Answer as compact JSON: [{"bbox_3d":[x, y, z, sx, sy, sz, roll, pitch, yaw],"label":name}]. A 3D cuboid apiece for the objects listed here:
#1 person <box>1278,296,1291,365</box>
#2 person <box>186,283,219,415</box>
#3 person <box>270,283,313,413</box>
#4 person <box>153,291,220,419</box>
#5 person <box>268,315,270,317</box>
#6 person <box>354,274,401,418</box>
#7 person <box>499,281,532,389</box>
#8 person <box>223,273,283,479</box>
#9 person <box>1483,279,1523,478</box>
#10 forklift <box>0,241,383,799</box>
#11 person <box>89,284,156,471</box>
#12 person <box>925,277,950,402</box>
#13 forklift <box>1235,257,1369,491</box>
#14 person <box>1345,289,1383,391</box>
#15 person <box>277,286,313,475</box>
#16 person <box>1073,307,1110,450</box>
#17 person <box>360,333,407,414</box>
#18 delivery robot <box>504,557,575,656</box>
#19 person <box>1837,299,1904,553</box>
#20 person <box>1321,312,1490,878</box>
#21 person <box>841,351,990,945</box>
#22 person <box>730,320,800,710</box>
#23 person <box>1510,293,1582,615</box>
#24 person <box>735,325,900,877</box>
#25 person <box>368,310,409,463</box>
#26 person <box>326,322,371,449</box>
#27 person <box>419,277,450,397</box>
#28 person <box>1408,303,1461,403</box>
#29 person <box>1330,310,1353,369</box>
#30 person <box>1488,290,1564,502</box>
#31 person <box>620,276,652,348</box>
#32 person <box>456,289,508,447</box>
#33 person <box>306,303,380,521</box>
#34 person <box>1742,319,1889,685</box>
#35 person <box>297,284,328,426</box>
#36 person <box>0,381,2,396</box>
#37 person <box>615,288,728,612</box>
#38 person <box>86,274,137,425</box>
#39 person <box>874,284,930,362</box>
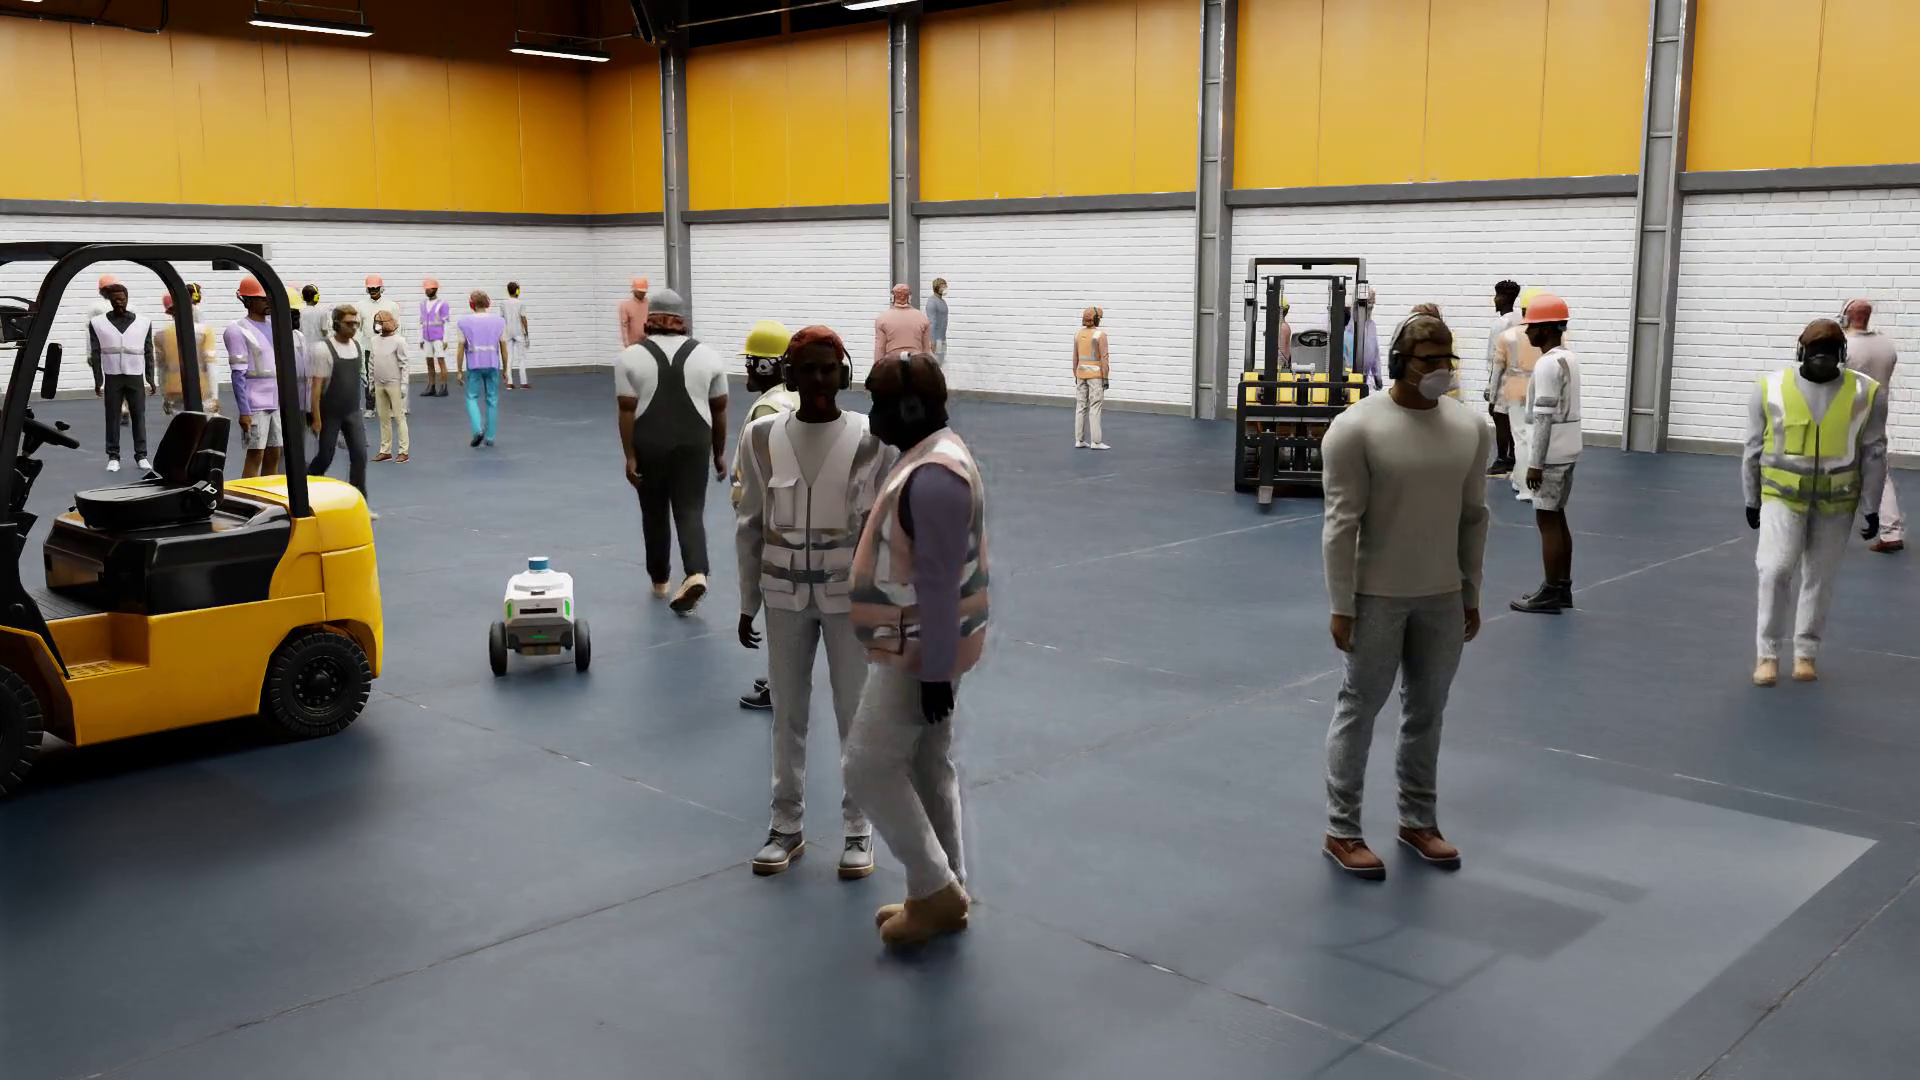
[{"bbox_3d":[3.654,-1.910,19.081,0.329,1.763,0.523,3,10,16],"label":"person"},{"bbox_3d":[-10.767,-2.676,23.444,0.536,1.869,0.314,5,11,28],"label":"person"},{"bbox_3d":[-9.202,-2.565,22.753,0.545,1.886,0.999,2,9,10],"label":"person"},{"bbox_3d":[-6.990,-1.324,15.086,0.576,1.889,0.506,-1,9,-4],"label":"person"},{"bbox_3d":[-9.610,-2.571,23.519,0.278,1.634,0.498,8,13,42],"label":"person"},{"bbox_3d":[-8.092,-2.686,23.119,0.622,1.993,0.382,-2,10,-13],"label":"person"},{"bbox_3d":[-7.689,-3.538,28.742,0.527,1.870,0.329,2,9,10],"label":"person"},{"bbox_3d":[-5.437,-1.060,13.007,0.375,2.044,0.607,2,9,11],"label":"person"},{"bbox_3d":[5.416,-1.600,16.550,0.366,1.967,0.603,9,13,43],"label":"person"},{"bbox_3d":[-3.706,-0.171,7.093,1.214,2.155,2.313,9,13,43],"label":"forklift"},{"bbox_3d":[-8.607,-1.671,17.134,0.590,1.920,0.398,-5,11,-29],"label":"person"},{"bbox_3d":[-0.346,-3.073,25.664,0.366,1.938,0.630,3,10,16],"label":"person"},{"bbox_3d":[3.309,-1.629,16.029,1.214,2.155,2.313,2,9,11],"label":"forklift"},{"bbox_3d":[4.363,-1.785,18.028,0.656,1.850,0.997,-9,13,-43],"label":"person"},{"bbox_3d":[-5.477,-1.102,13.616,0.371,1.927,0.588,1,9,5],"label":"person"},{"bbox_3d":[1.506,-1.854,19.105,0.307,1.639,0.525,-8,12,-41],"label":"person"},{"bbox_3d":[-8.242,-2.588,23.707,0.811,1.602,0.528,4,10,23],"label":"person"},{"bbox_3d":[-2.205,0.333,8.730,0.477,0.478,0.707,-2,9,-13],"label":"delivery robot"},{"bbox_3d":[6.602,-0.847,12.296,0.655,1.857,1.018,-2,10,-14],"label":"person"},{"bbox_3d":[1.516,0.190,5.697,0.630,1.931,0.368,-3,10,-18],"label":"person"},{"bbox_3d":[-0.144,0.342,5.077,0.460,1.822,0.641,0,9,-3],"label":"person"},{"bbox_3d":[-0.881,-0.117,7.863,0.403,1.835,0.588,1,9,8],"label":"person"},{"bbox_3d":[3.542,-0.519,10.065,0.409,1.928,0.539,6,11,31],"label":"person"},{"bbox_3d":[-0.482,0.215,5.678,0.585,1.881,0.344,2,9,9],"label":"person"},{"bbox_3d":[-6.125,-1.640,17.814,0.507,1.633,0.276,4,10,23],"label":"person"},{"bbox_3d":[-7.073,-1.873,19.240,0.280,1.633,0.500,6,11,31],"label":"person"},{"bbox_3d":[-8.548,-3.287,26.981,0.550,1.935,0.371,4,10,21],"label":"person"},{"bbox_3d":[3.786,-0.979,13.239,0.518,1.804,0.645,2,10,14],"label":"person"},{"bbox_3d":[3.994,-1.617,17.469,0.322,1.698,0.534,4,10,23],"label":"person"},{"bbox_3d":[5.102,-1.312,15.050,0.609,1.870,0.974,1,9,4],"label":"person"},{"bbox_3d":[-4.698,-2.918,24.634,0.629,1.955,0.729,-5,10,-27],"label":"person"},{"bbox_3d":[-5.545,-1.988,19.323,0.598,1.841,0.496,-4,10,-26],"label":"person"},{"bbox_3d":[-5.202,-1.048,13.717,0.785,1.807,0.530,5,11,30],"label":"person"},{"bbox_3d":[4.218,-0.173,8.231,0.630,1.820,0.636,4,10,21],"label":"person"},{"bbox_3d":[-8.506,-2.423,21.889,0.520,1.873,0.333,1,9,6],"label":"person"},{"bbox_3d":[-10.022,-1.604,16.829,1.046,1.875,0.660,1,9,4],"label":"person"},{"bbox_3d":[-1.746,-0.599,10.187,0.694,2.000,0.994,-2,10,-15],"label":"person"},{"bbox_3d":[-11.309,-2.546,22.246,0.623,2.006,1.002,-7,12,-38],"label":"person"},{"bbox_3d":[-0.648,-1.871,18.395,0.643,1.908,0.399,-3,10,-16],"label":"person"}]
